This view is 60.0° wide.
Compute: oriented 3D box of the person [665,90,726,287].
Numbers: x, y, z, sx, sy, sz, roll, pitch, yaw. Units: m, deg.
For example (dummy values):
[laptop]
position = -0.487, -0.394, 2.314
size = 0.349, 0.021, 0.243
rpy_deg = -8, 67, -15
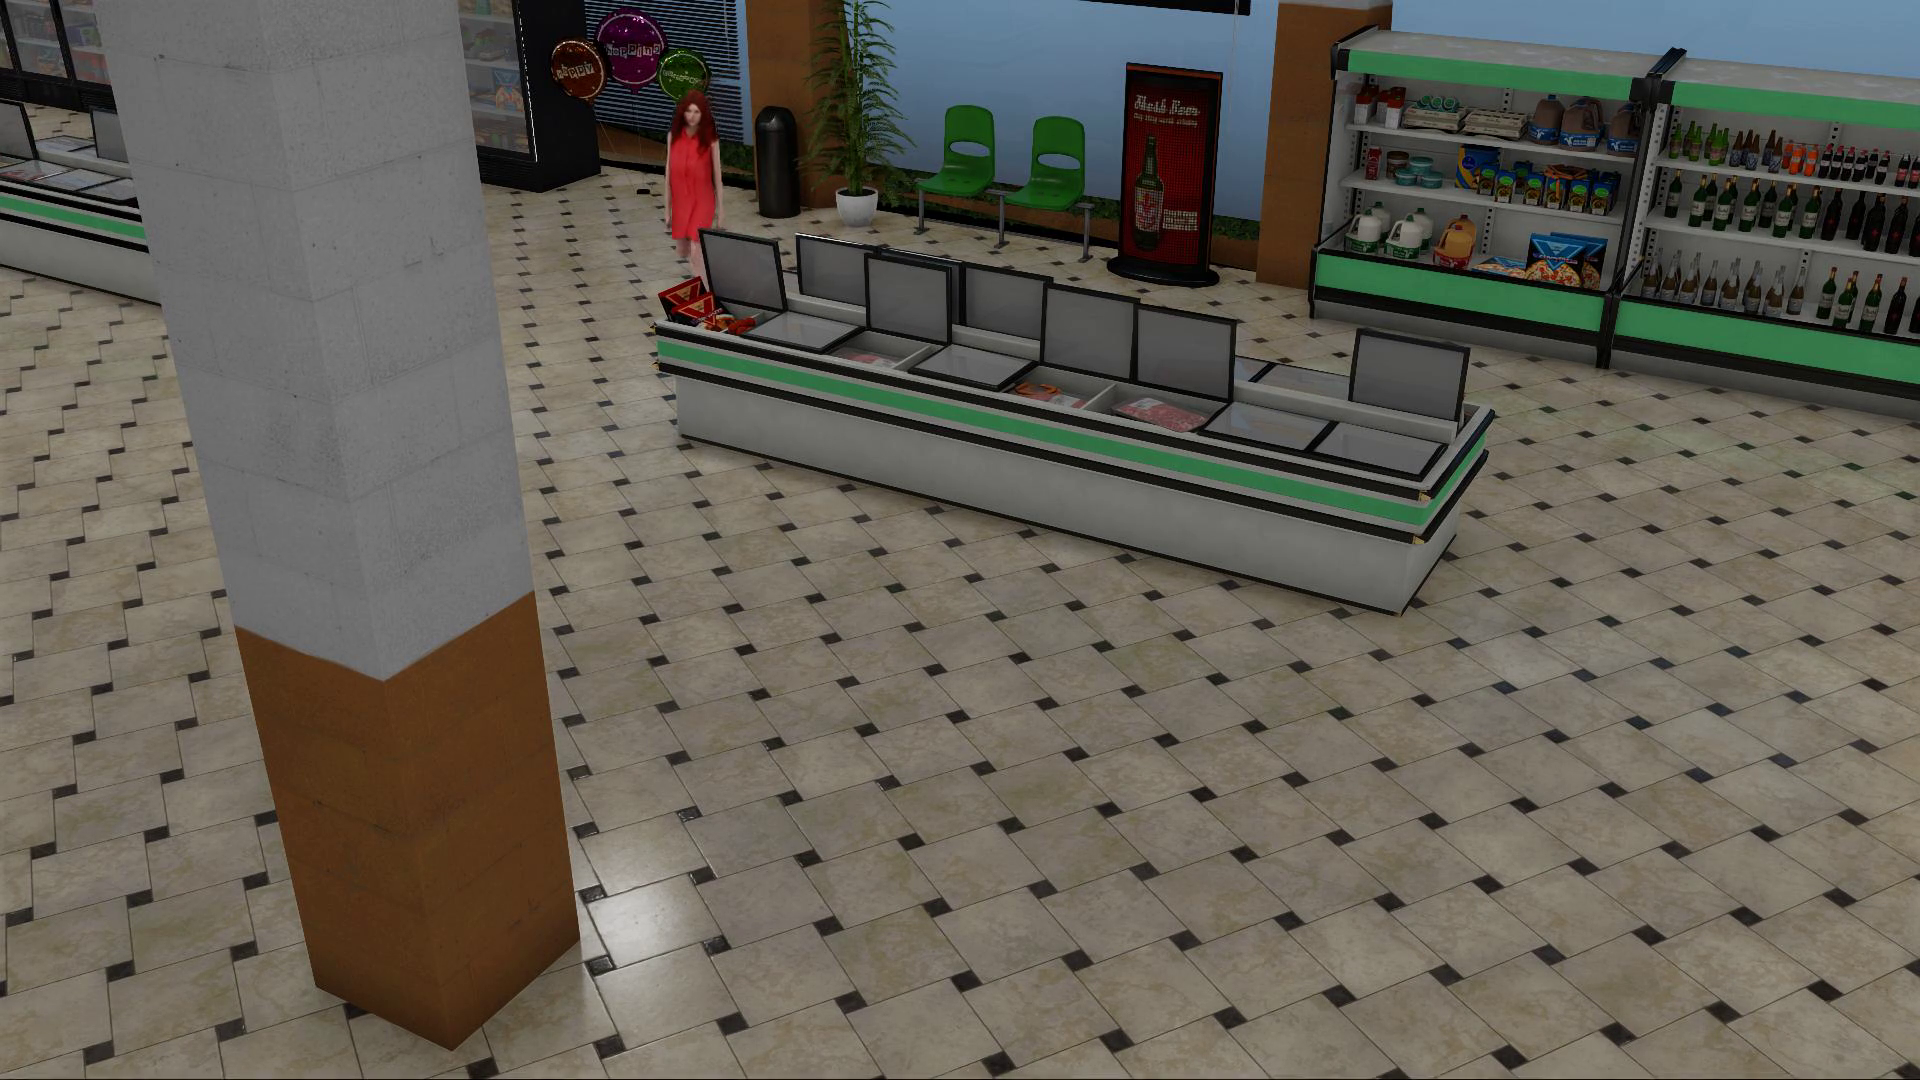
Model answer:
[person]
position = -1.942, -2.463, 12.433
size = 1.006, 1.795, 0.774
rpy_deg = 10, 29, 20
